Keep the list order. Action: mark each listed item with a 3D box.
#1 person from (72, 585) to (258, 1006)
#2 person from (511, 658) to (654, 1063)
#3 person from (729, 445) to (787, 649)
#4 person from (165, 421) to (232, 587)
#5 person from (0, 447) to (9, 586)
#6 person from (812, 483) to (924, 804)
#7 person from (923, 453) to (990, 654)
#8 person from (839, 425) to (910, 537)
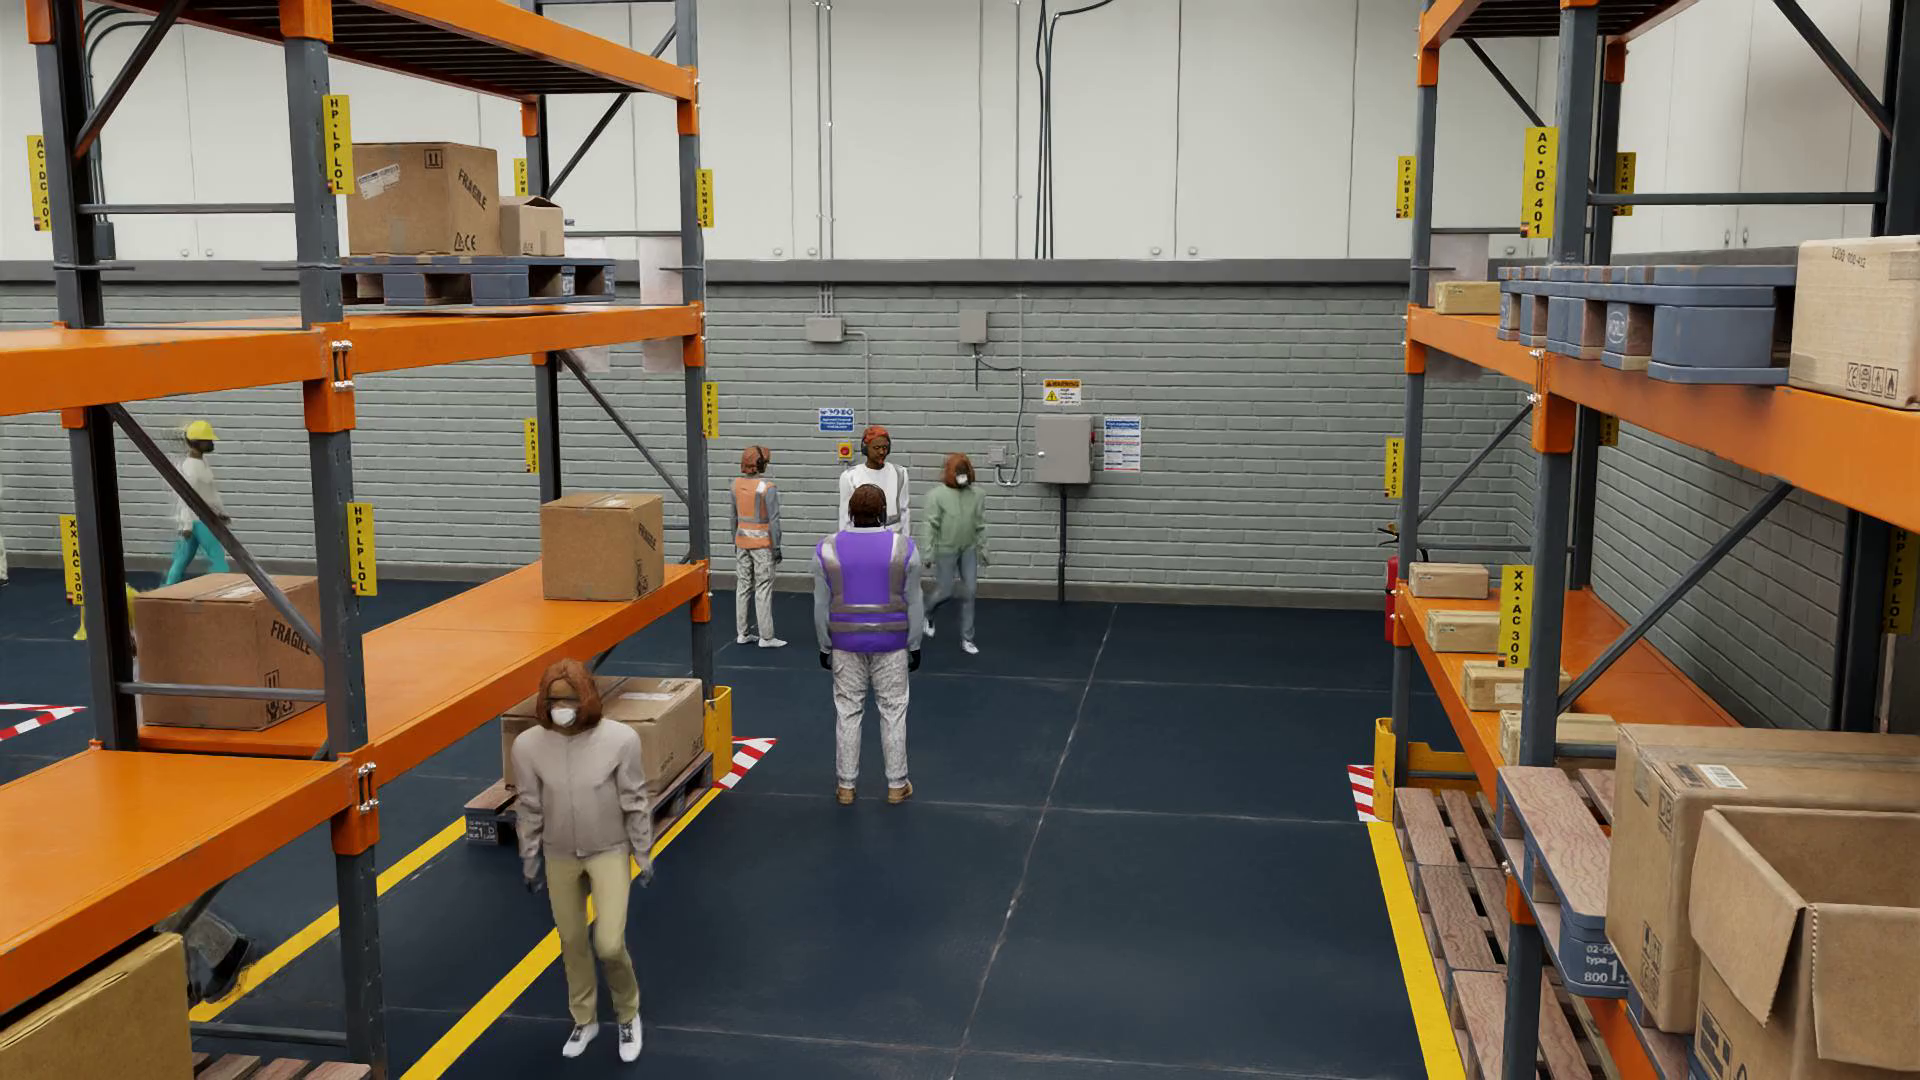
[{"bbox_3d":[-3.236,1.052,6.730,0.527,1.804,0.627,-4,10,-23],"label":"person"},{"bbox_3d":[-1.429,1.218,6.331,0.512,1.603,0.425,0,9,2],"label":"person"},{"bbox_3d":[-1.638,0.057,13.381,0.523,1.639,0.306,7,12,38],"label":"person"},{"bbox_3d":[-6.674,-0.194,14.699,0.923,1.717,0.541,-3,10,-17],"label":"person"},{"bbox_3d":[-9.424,-0.405,15.924,0.574,1.739,0.350,3,10,19],"label":"person"},{"bbox_3d":[-0.515,0.592,9.460,0.626,1.844,0.429,0,9,1],"label":"person"},{"bbox_3d":[-0.060,0.083,13.300,0.530,1.610,0.551,-5,10,-26],"label":"person"},{"bbox_3d":[-0.646,0.067,12.612,0.568,1.879,0.350,-5,10,-28],"label":"person"}]
